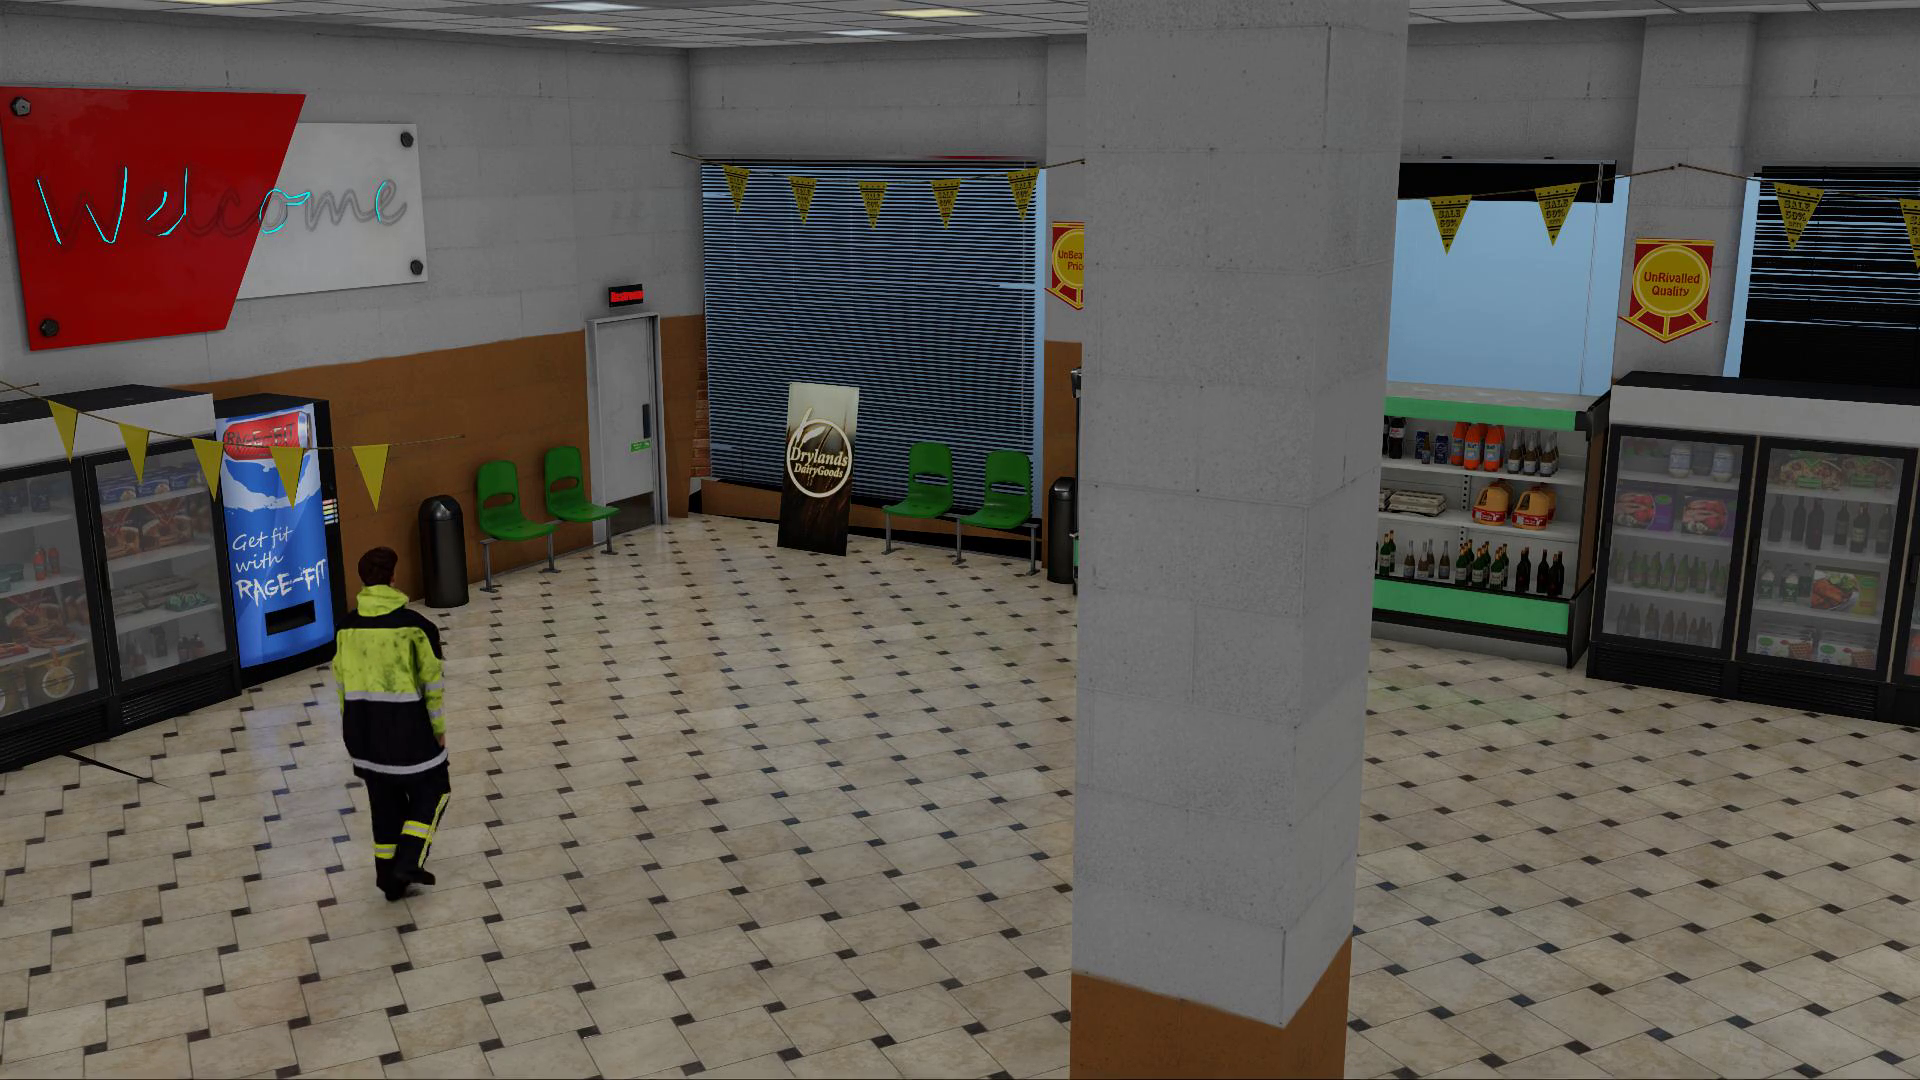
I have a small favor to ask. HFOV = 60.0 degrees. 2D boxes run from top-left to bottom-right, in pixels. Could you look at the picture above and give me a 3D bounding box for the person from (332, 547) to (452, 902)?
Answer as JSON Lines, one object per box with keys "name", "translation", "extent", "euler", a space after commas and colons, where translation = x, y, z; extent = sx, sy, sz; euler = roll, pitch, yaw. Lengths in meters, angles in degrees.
{"name": "person", "translation": [-3.084, 1.033, 8.974], "extent": [0.847, 1.964, 0.964], "euler": [1, 14, 5]}
